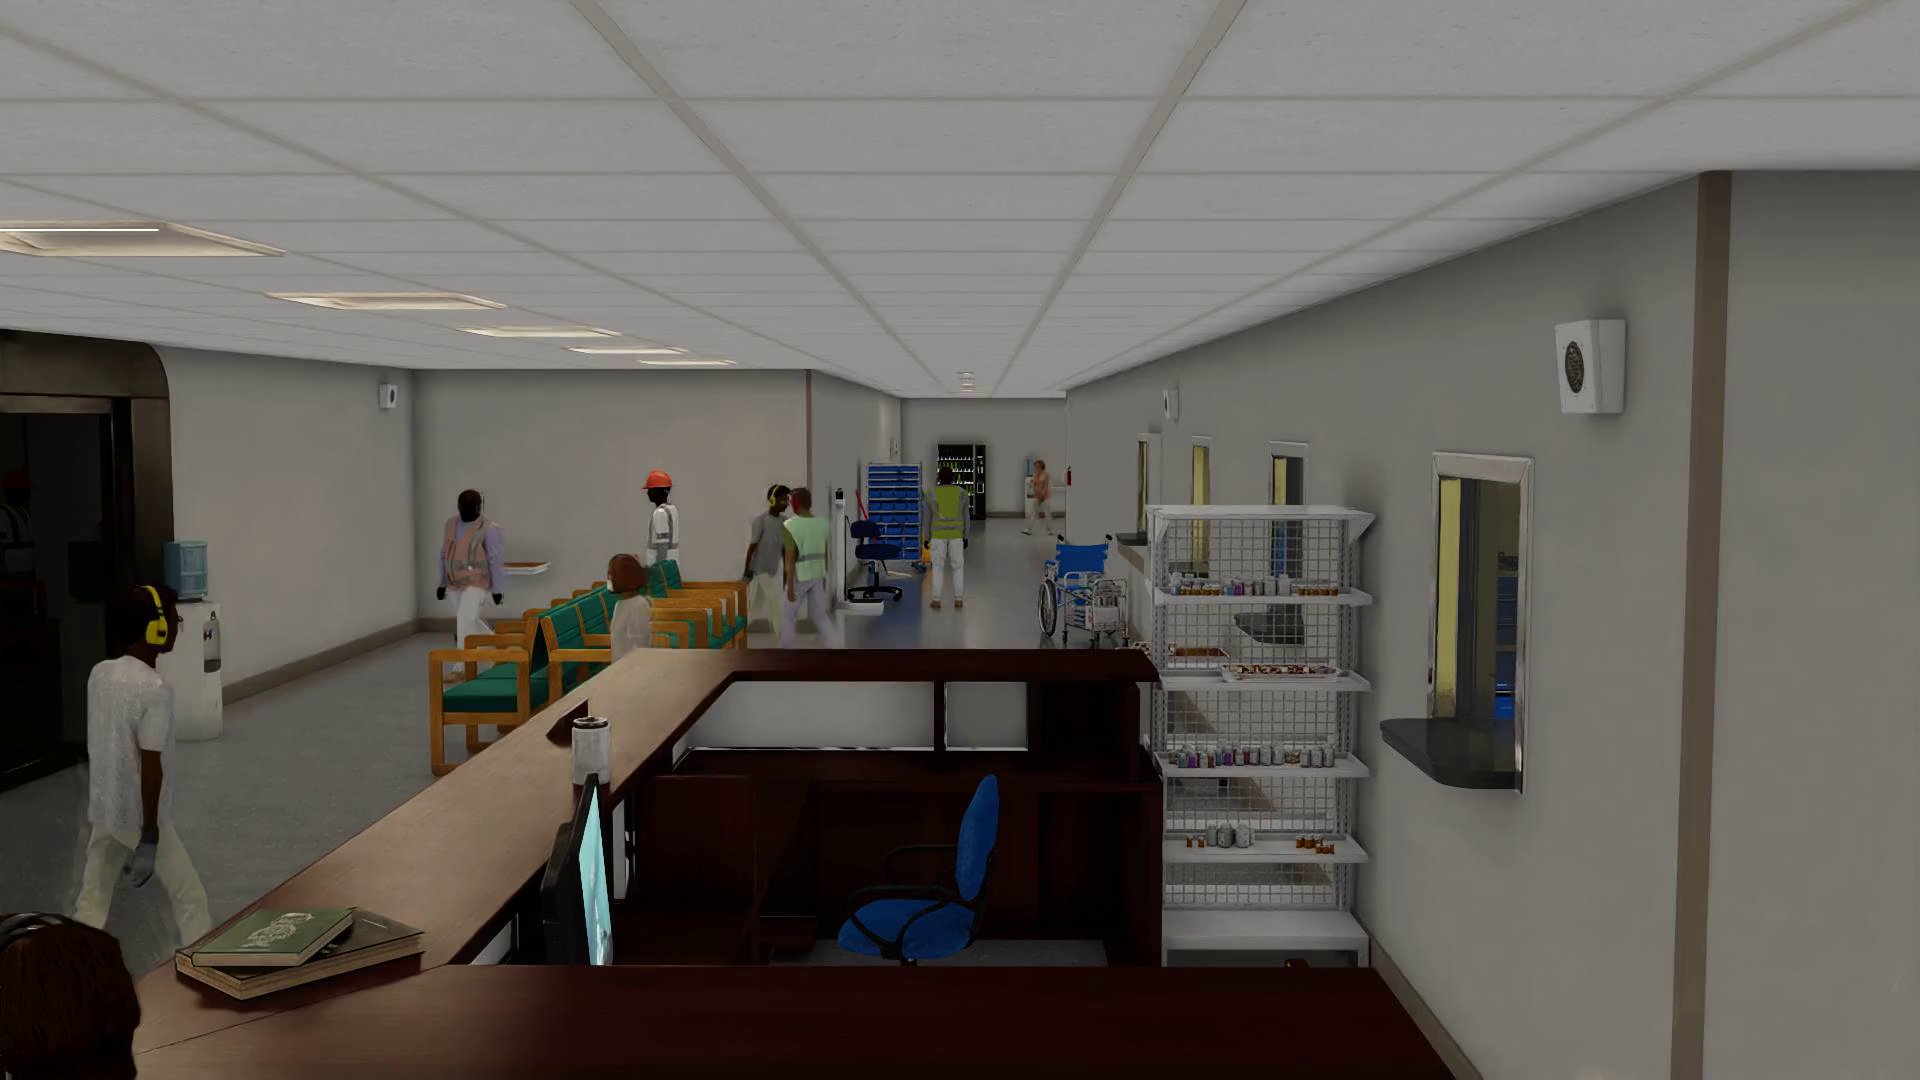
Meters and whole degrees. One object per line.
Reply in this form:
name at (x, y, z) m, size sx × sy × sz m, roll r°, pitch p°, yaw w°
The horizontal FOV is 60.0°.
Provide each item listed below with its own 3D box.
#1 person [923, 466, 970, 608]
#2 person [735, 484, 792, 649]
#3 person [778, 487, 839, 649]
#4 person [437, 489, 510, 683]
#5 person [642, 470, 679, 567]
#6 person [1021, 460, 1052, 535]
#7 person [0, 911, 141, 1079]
person at (-0.183, -0.035, 21.558) m, size 0.626 × 1.844 × 0.429 m, roll -1°, pitch 4°, yaw -11°
person at (-2.002, 0.323, 16.897) m, size 1.008 × 1.808 × 0.537 m, roll 2°, pitch 5°, yaw 27°
person at (-1.470, 0.384, 16.108) m, size 0.586 × 1.798 × 0.973 m, roll -4°, pitch 6°, yaw -44°
person at (-4.549, 0.411, 15.642) m, size 0.614 × 1.801 × 0.874 m, roll 2°, pitch 5°, yaw 30°
person at (-2.976, 0.277, 16.511) m, size 0.360 × 1.936 × 0.552 m, roll 0°, pitch 4°, yaw 2°
person at (1.648, -0.876, 35.022) m, size 0.515 × 1.596 × 0.848 m, roll 4°, pitch 6°, yaw 44°
person at (-1.092, 1.361, 2.043) m, size 0.428 × 1.836 × 0.627 m, roll 2°, pitch 5°, yaw 27°
